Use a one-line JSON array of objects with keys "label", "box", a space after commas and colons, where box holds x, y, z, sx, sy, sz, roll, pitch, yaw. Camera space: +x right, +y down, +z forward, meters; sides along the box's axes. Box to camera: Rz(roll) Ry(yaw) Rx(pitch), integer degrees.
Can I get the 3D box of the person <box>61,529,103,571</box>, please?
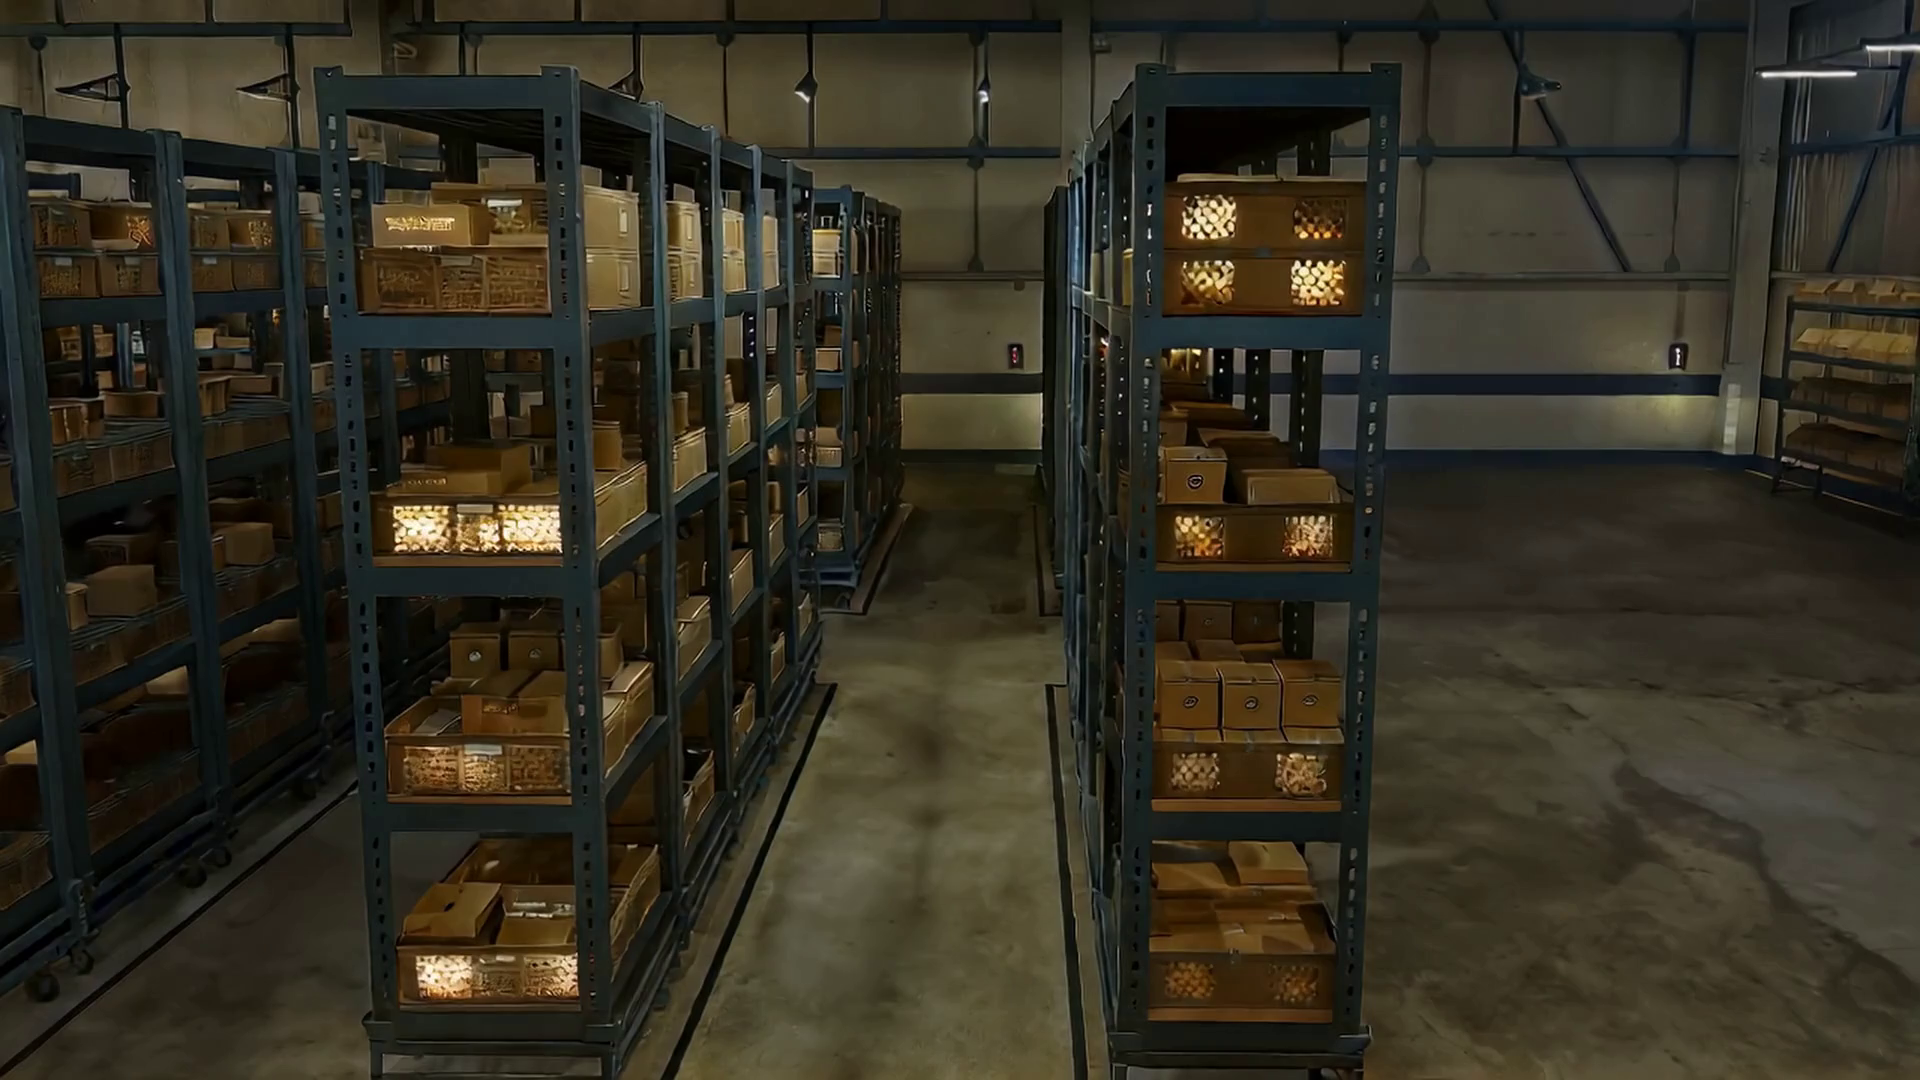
[{"label": "person", "box": [-7.425, -0.246, 14.049, 0.967, 1.798, 0.596, 3, 10, 19]}]
